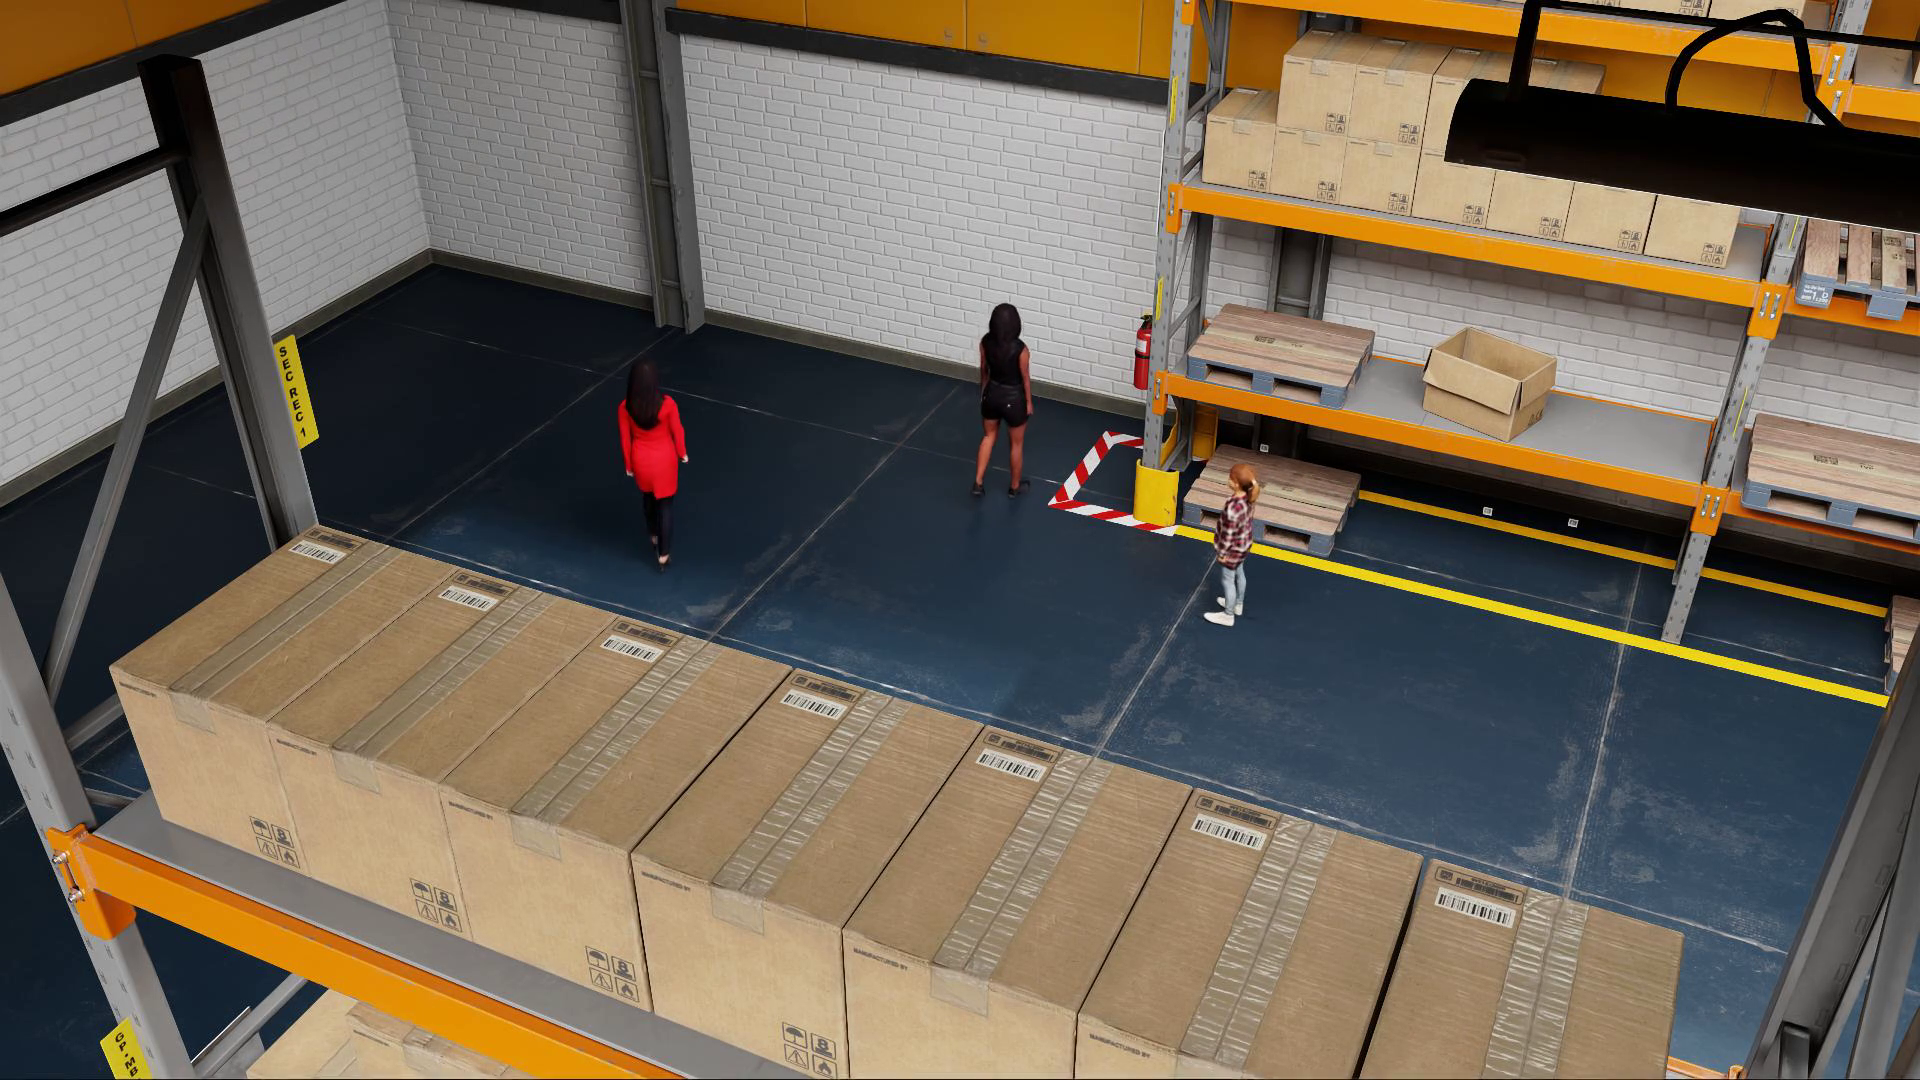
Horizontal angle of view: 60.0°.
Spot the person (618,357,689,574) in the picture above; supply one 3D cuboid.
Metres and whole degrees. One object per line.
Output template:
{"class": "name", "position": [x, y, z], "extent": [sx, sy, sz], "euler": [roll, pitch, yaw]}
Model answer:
{"class": "person", "position": [-2.262, -0.499, 12.282], "extent": [0.692, 1.735, 0.777], "euler": [1, 34, 1]}

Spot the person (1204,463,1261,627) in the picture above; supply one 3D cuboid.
{"class": "person", "position": [1.969, 0.024, 11.885], "extent": [0.542, 1.305, 0.554], "euler": [20, 38, 27]}

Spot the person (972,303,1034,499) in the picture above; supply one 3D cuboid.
{"class": "person", "position": [0.326, -1.053, 13.116], "extent": [0.774, 1.736, 0.702], "euler": [19, 38, 26]}
